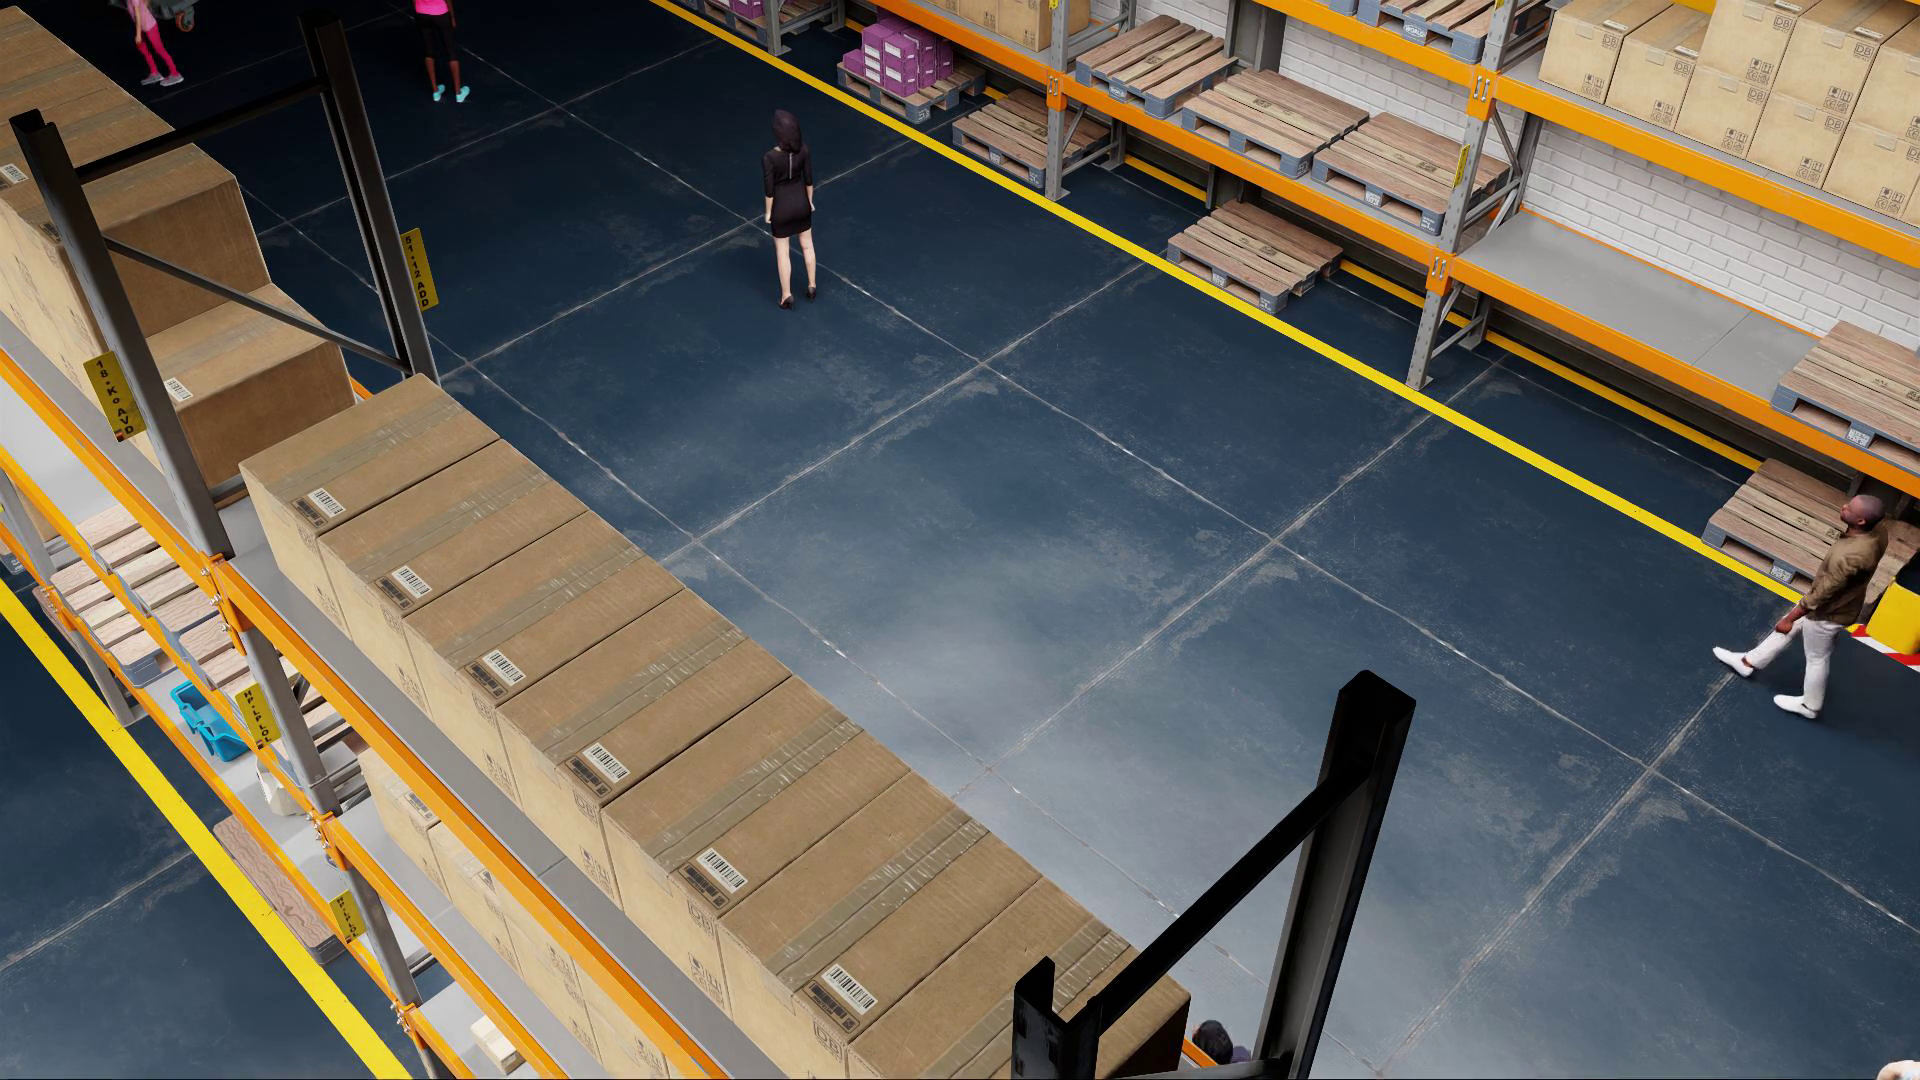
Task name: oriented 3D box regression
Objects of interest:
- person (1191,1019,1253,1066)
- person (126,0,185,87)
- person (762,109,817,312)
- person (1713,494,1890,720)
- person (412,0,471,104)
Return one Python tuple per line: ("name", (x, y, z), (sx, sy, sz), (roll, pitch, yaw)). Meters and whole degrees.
("person", (1.202, 2.883, 7.954), (0.993, 1.687, 1.251), (-13, 45, -13))
("person", (-8.125, -5.189, 16.738), (0.615, 1.259, 0.597), (-26, 49, -25))
("person", (-1.401, -2.713, 13.738), (0.632, 1.812, 0.569), (-22, 48, -21))
("person", (5.513, 0.463, 10.411), (1.027, 1.802, 0.836), (27, 50, 26))
("person", (-5.187, -5.148, 16.363), (0.630, 1.718, 0.706), (6, 44, 6))
